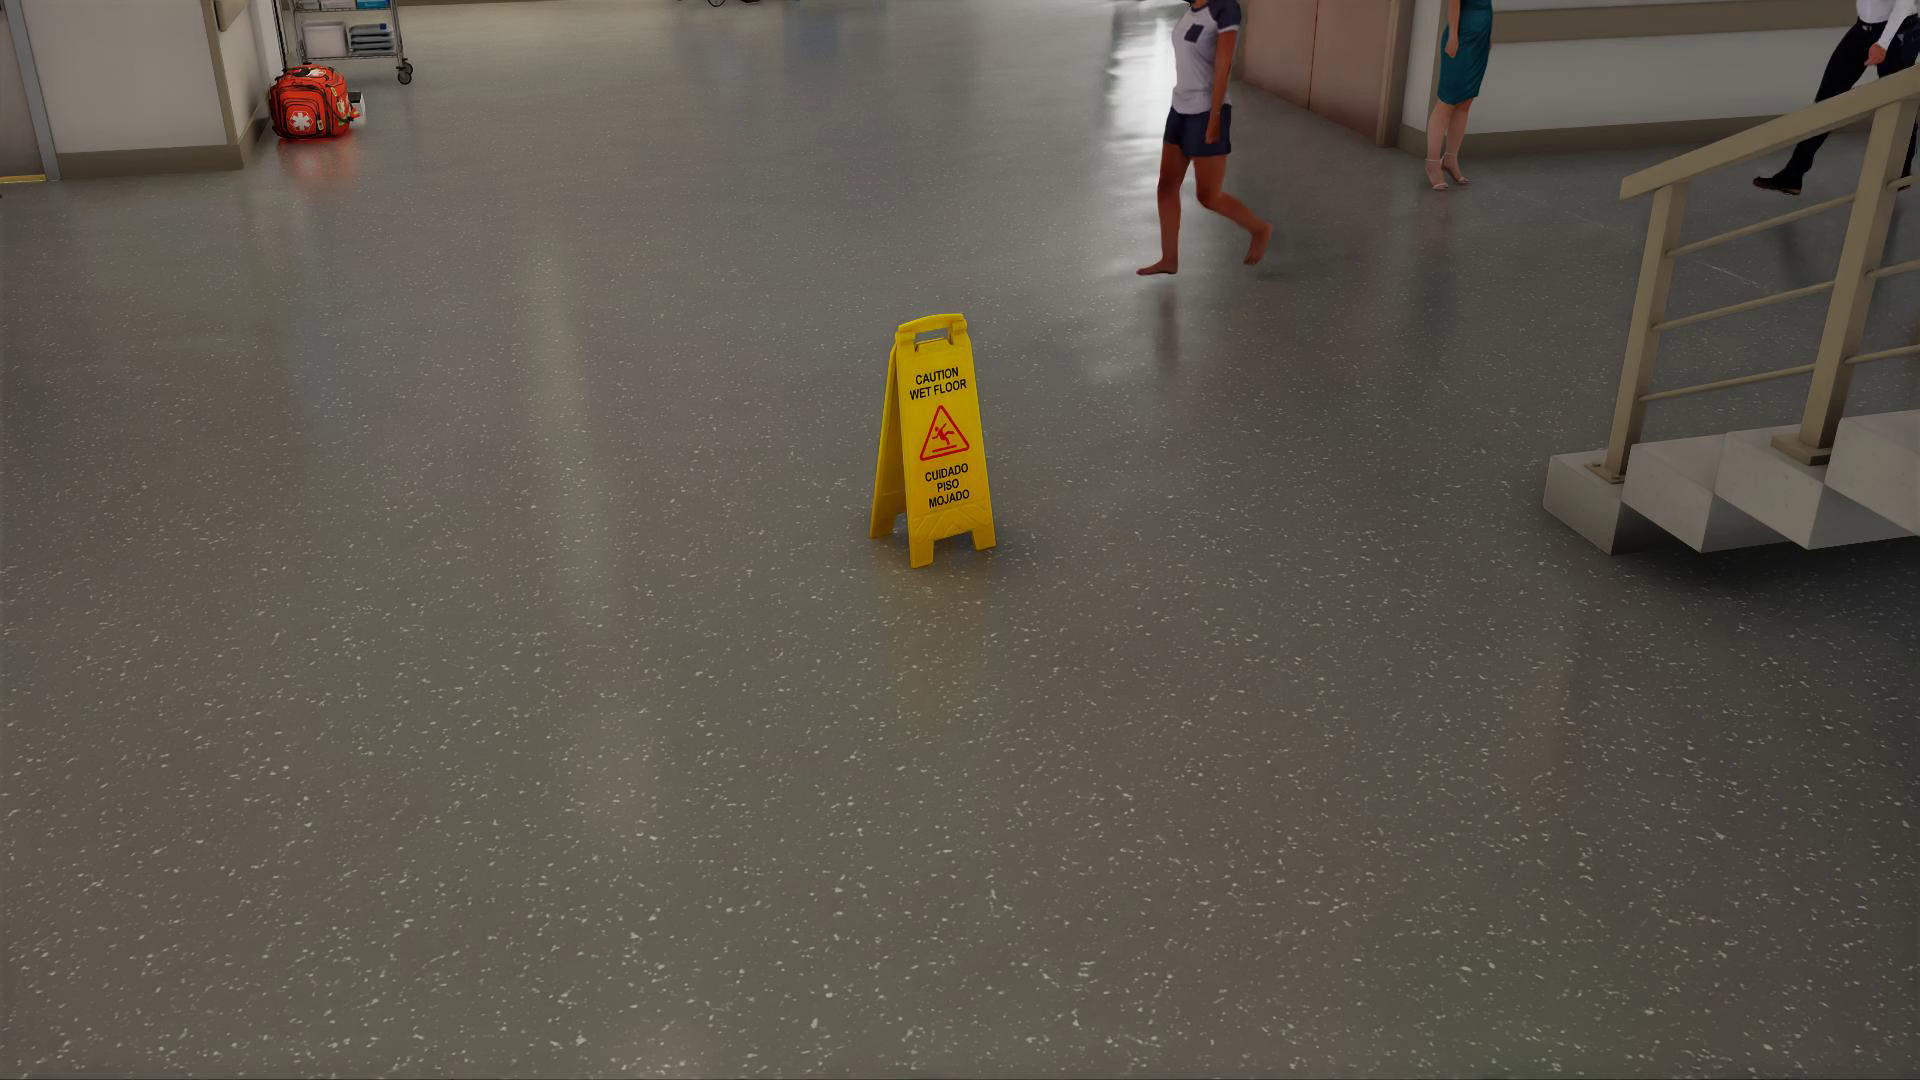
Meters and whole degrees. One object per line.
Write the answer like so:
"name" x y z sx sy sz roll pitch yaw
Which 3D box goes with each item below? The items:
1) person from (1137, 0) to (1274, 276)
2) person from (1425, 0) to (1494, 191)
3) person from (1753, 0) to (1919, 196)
"person" 1.221 -2.028 7.948 0.688 1.603 0.858 -10 27 -19
"person" 2.941 -2.902 9.664 0.623 1.686 0.613 -21 33 -36
"person" 5.219 -2.787 9.265 0.711 1.826 1.158 -8 27 -16
